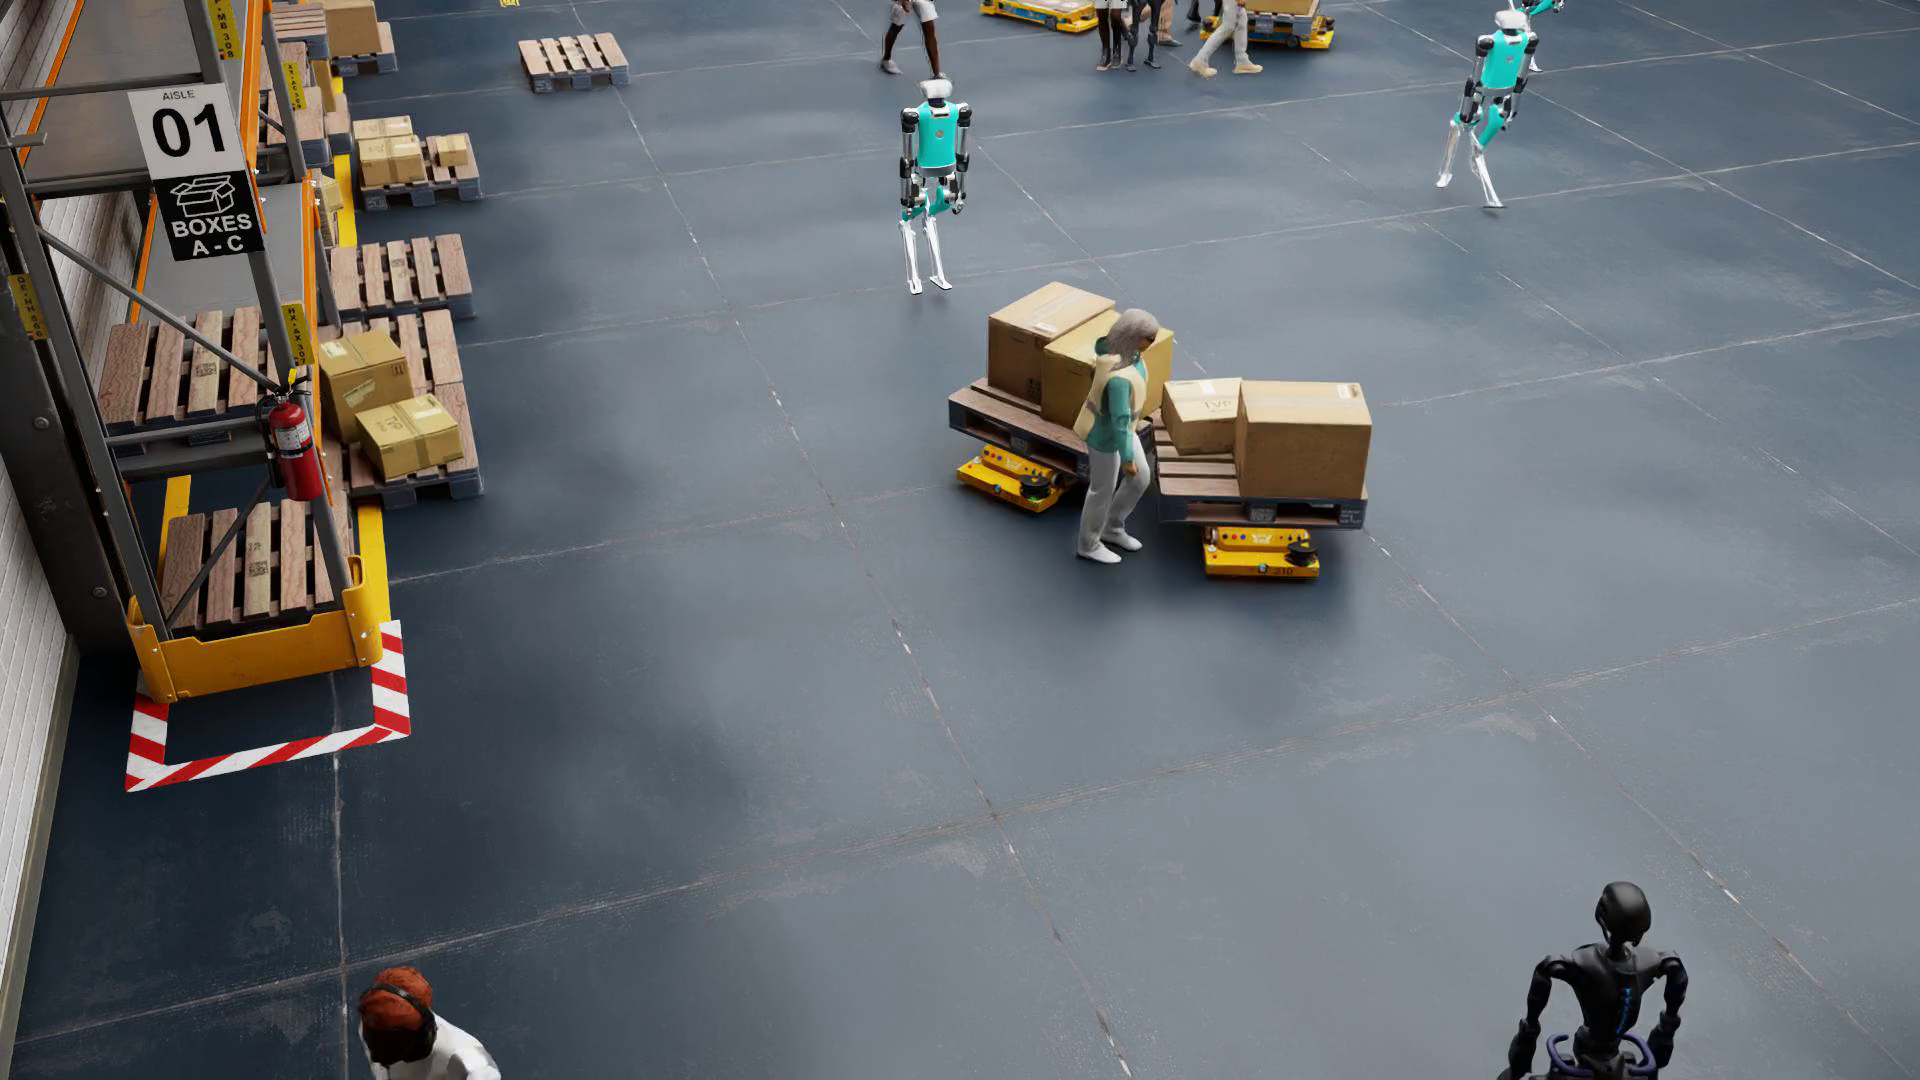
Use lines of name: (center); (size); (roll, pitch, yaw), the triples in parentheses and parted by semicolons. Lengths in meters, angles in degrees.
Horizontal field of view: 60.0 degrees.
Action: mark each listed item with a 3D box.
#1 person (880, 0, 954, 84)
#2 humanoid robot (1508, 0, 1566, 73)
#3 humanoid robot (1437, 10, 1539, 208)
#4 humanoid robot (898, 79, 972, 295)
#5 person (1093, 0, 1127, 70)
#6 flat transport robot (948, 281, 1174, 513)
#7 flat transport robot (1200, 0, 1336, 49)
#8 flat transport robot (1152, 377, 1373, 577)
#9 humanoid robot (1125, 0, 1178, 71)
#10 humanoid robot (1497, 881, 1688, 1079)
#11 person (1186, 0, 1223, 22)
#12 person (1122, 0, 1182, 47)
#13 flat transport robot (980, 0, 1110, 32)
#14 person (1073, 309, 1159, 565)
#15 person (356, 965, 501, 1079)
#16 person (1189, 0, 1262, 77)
person: (-0.497, -5.653, 17.050); (0.543, 1.881, 1.023); (-23, 40, -31)
humanoid robot: (5.915, -5.670, 17.092); (0.533, 1.674, 0.735); (-11, 35, -16)
humanoid robot: (4.439, -3.711, 14.222); (0.530, 1.743, 1.001); (-7, 34, -10)
humanoid robot: (-0.254, -2.711, 12.550); (0.533, 1.677, 0.735); (-11, 35, -16)
person: (1.545, -5.864, 17.320); (0.639, 1.941, 0.439); (13, 35, 19)
flat transport robot: (0.684, -0.638, 10.837); (0.659, 0.231, 1.431); (24, 40, 32)
flat transport robot: (3.456, -5.740, 18.662); (1.431, 0.231, 0.659); (9, 34, 14)
flat transport robot: (1.791, -0.242, 10.230); (0.659, 0.231, 1.431); (2, 33, 2)
humanoid robot: (1.992, -5.769, 17.408); (0.599, 1.654, 0.315); (-11, 35, -16)
humanoid robot: (2.168, 1.833, 5.788); (0.595, 1.630, 0.748); (-1, 33, -1)
person: (2.881, -6.739, 18.687); (0.555, 1.923, 0.527); (25, 41, 33)
person: (2.129, -6.187, 18.088); (0.621, 1.641, 0.526); (8, 34, 12)
flat transport robot: (0.988, -6.169, 19.321); (1.431, 0.231, 0.659); (24, 40, 32)
person: (0.898, -0.561, 9.407); (0.504, 1.684, 0.492); (8, 34, 12)
person: (-1.632, 2.027, 5.283); (0.571, 1.871, 0.451); (18, 37, 25)
person: (2.807, -5.713, 17.177); (0.788, 1.849, 0.482); (0, 33, -1)
